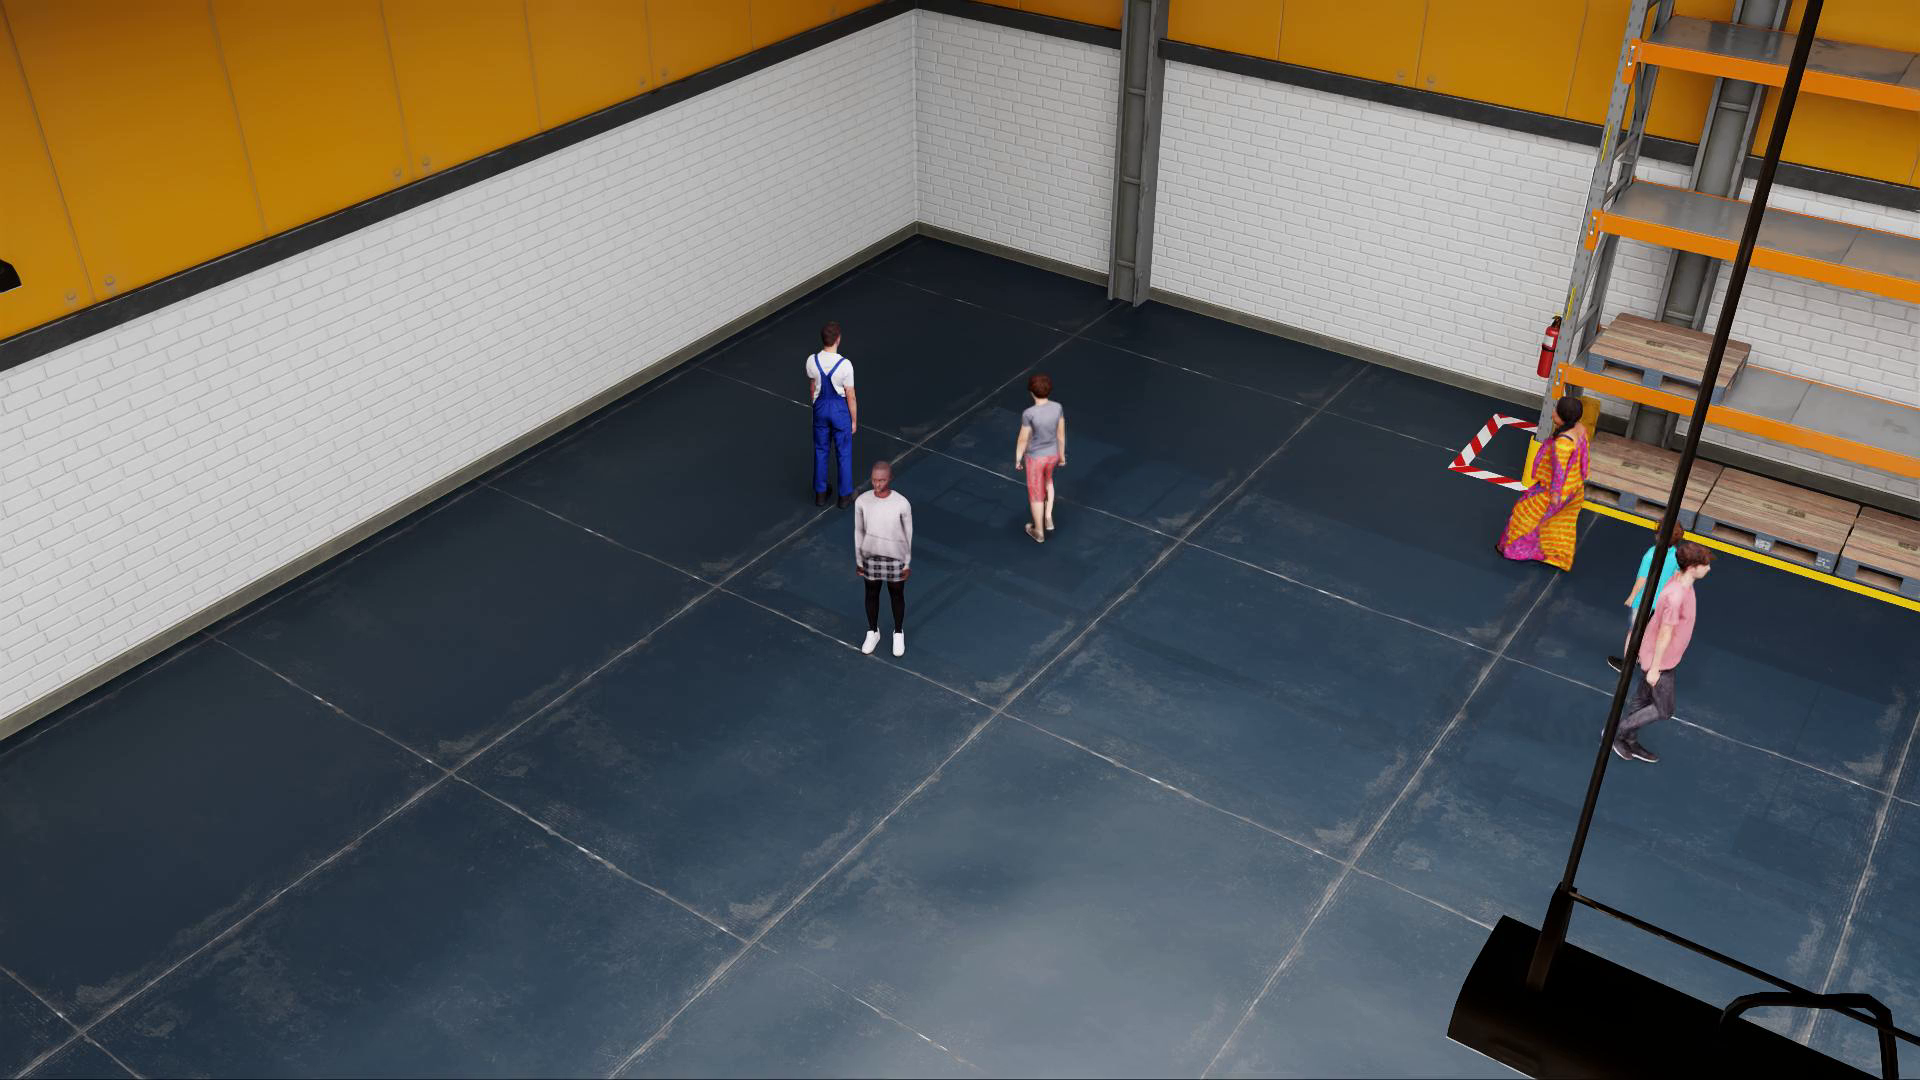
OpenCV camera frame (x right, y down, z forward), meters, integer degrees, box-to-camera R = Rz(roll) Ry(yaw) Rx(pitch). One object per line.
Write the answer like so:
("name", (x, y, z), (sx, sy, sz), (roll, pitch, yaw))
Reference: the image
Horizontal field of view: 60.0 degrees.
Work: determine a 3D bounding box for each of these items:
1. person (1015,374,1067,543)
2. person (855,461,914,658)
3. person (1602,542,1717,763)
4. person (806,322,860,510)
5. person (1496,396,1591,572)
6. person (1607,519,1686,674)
("person", (0.765, -0.687, 14.832), (0.728, 1.638, 0.771), (-13, 36, -19))
("person", (-0.613, 0.138, 13.469), (0.635, 1.772, 0.758), (4, 34, 5))
("person", (5.074, 0.830, 12.268), (0.728, 1.950, 0.709), (15, 36, 21))
("person", (-1.187, -1.148, 15.337), (0.614, 1.848, 0.746), (8, 35, 13))
("person", (5.264, -0.482, 14.517), (0.894, 1.646, 0.668), (25, 41, 33))
("person", (5.532, 0.446, 13.298), (0.597, 1.449, 0.641), (-9, 35, -14))
